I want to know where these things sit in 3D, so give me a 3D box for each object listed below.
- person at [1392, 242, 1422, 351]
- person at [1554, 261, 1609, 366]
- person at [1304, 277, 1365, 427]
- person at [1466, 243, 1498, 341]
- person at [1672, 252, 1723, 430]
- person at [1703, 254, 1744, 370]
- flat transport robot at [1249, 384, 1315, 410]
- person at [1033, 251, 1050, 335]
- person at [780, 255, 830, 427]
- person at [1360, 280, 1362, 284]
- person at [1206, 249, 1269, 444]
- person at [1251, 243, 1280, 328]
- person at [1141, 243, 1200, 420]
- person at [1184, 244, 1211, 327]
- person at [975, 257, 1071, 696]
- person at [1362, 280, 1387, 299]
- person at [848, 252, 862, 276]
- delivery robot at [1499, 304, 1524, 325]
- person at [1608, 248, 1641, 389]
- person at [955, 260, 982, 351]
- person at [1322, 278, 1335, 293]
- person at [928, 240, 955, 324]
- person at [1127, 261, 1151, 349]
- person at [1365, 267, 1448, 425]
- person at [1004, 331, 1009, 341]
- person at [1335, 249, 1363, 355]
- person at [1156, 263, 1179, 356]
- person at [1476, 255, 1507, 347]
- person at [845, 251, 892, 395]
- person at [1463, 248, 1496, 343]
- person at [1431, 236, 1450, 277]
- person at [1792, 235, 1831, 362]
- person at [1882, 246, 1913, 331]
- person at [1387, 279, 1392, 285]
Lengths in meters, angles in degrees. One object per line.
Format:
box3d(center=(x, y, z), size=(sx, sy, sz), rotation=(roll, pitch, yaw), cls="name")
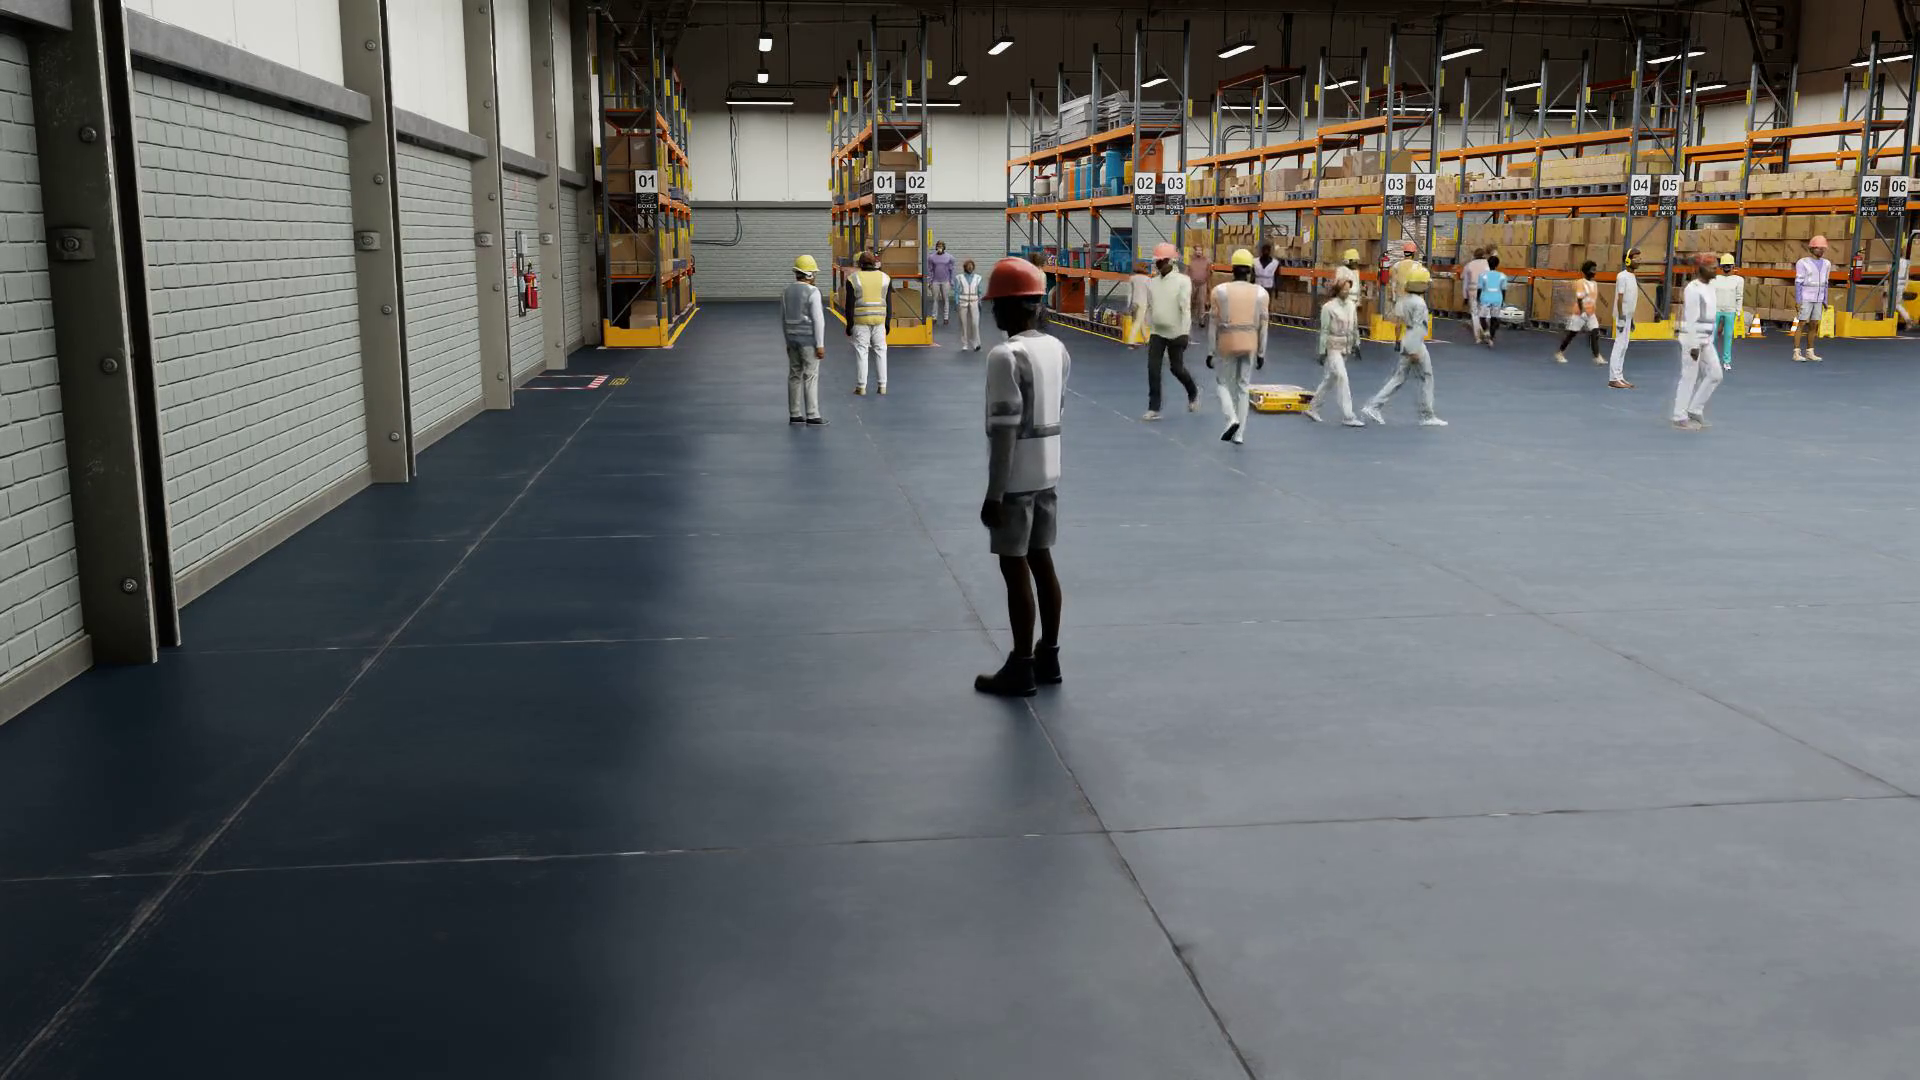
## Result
box3d(center=(7.946, -4.319, 29.549), size=(0.542, 1.939, 0.364), rotation=(7, 12, 32), cls="person")
box3d(center=(9.894, -3.610, 26.442), size=(0.532, 1.656, 0.872), rotation=(-7, 12, -32), cls="person")
box3d(center=(4.070, -2.044, 18.005), size=(0.524, 1.599, 0.846), rotation=(-9, 14, -41), cls="person")
box3d(center=(10.304, -4.883, 32.711), size=(0.644, 1.920, 0.686), rotation=(-9, 14, -41), cls="person")
box3d(center=(7.756, -2.069, 17.417), size=(0.603, 1.863, 0.502), rotation=(-10, 14, -43), cls="person")
box3d(center=(11.676, -3.484, 25.444), size=(0.523, 1.769, 0.315), rotation=(4, 11, 23), cls="person")
box3d(center=(3.771, -1.710, 19.822), size=(0.652, 0.197, 1.431), rotation=(0, 10, 0), cls="flat transport robot")
box3d(center=(1.174, -3.744, 26.783), size=(0.868, 1.815, 0.504), rotation=(-7, 13, -35), cls="person")
box3d(center=(-1.660, -2.134, 17.863), size=(0.592, 1.832, 0.404), rotation=(10, 14, 43), cls="person")
box3d(center=(12.212, -8.178, 51.025), size=(0.591, 1.821, 0.570), rotation=(0, 10, 2), cls="person")
box3d(center=(2.708, -1.886, 16.291), size=(0.605, 1.906, 0.426), rotation=(-1, 10, -5), cls="person")
box3d(center=(6.435, -5.301, 35.047), size=(0.627, 1.894, 0.567), rotation=(4, 11, 23), cls="person")
box3d(center=(2.364, -2.329, 18.566), size=(0.613, 1.966, 0.779), rotation=(9, 13, 39), cls="person")
box3d(center=(5.391, -5.802, 37.899), size=(0.657, 1.865, 0.980), rotation=(0, 10, -2), cls="person")
box3d(center=(0.252, -0.277, 7.400), size=(0.377, 1.933, 0.551), rotation=(7, 12, 33), cls="person")
box3d(center=(10.305, -6.496, 41.328), size=(0.617, 1.993, 0.396), rotation=(2, 11, 11), cls="person")
box3d(center=(-1.751, -4.350, 30.214), size=(0.547, 1.747, 0.591), rotation=(-4, 11, -19), cls="person")
box3d(center=(12.049, -4.920, 36.384), size=(0.477, 0.478, 0.707), rotation=(-1, 10, -7), cls="delivery robot")
box3d(center=(8.968, -2.978, 22.385), size=(0.327, 1.874, 0.517), rotation=(8, 13, 37), cls="person")
box3d(center=(0.158, -4.161, 29.589), size=(0.511, 1.600, 0.851), rotation=(-1, 10, -5), cls="person")
box3d(center=(9.375, -6.485, 41.482), size=(0.642, 1.924, 0.808), rotation=(1, 10, 4), cls="person")
box3d(center=(-0.436, -5.983, 38.672), size=(0.628, 1.939, 0.375), rotation=(1, 10, 8), cls="person")
box3d(center=(3.329, -4.281, 30.297), size=(0.869, 1.580, 0.524), rotation=(-10, 14, -43), cls="person")
box3d(center=(4.823, -2.079, 17.901), size=(0.837, 1.713, 0.495), rotation=(-1, 10, -3), cls="person")
box3d(center=(0.904, -3.828, 27.727), size=(0.541, 1.608, 0.689), rotation=(4, 11, 23), cls="person")
box3d(center=(6.648, -4.057, 28.450), size=(0.423, 1.815, 0.608), rotation=(9, 14, 41), cls="person")
box3d(center=(3.499, -4.054, 28.365), size=(0.429, 1.842, 0.630), rotation=(5, 12, 26), cls="person")
box3d(center=(9.778, -4.381, 30.586), size=(0.547, 1.682, 0.418), rotation=(1, 10, 4), cls="person")
box3d(center=(-1.187, -2.795, 21.462), size=(0.624, 1.845, 0.430), rotation=(-4, 11, -19), cls="person")
box3d(center=(9.993, -4.693, 31.939), size=(0.673, 1.816, 0.433), rotation=(5, 12, 27), cls="person")
box3d(center=(13.351, -7.418, 46.262), size=(0.608, 2.042, 0.375), rotation=(4, 11, 22), cls="person")
box3d(center=(13.852, -3.912, 27.028), size=(0.608, 2.046, 0.367), rotation=(-2, 11, -13), cls="person")
box3d(center=(19.811, -5.293, 35.131), size=(0.583, 1.864, 0.714), rotation=(-2, 11, -13), cls="person")
box3d(center=(12.380, -7.699, 48.307), size=(0.509, 1.860, 0.334), rotation=(-4, 11, -22), cls="person")
